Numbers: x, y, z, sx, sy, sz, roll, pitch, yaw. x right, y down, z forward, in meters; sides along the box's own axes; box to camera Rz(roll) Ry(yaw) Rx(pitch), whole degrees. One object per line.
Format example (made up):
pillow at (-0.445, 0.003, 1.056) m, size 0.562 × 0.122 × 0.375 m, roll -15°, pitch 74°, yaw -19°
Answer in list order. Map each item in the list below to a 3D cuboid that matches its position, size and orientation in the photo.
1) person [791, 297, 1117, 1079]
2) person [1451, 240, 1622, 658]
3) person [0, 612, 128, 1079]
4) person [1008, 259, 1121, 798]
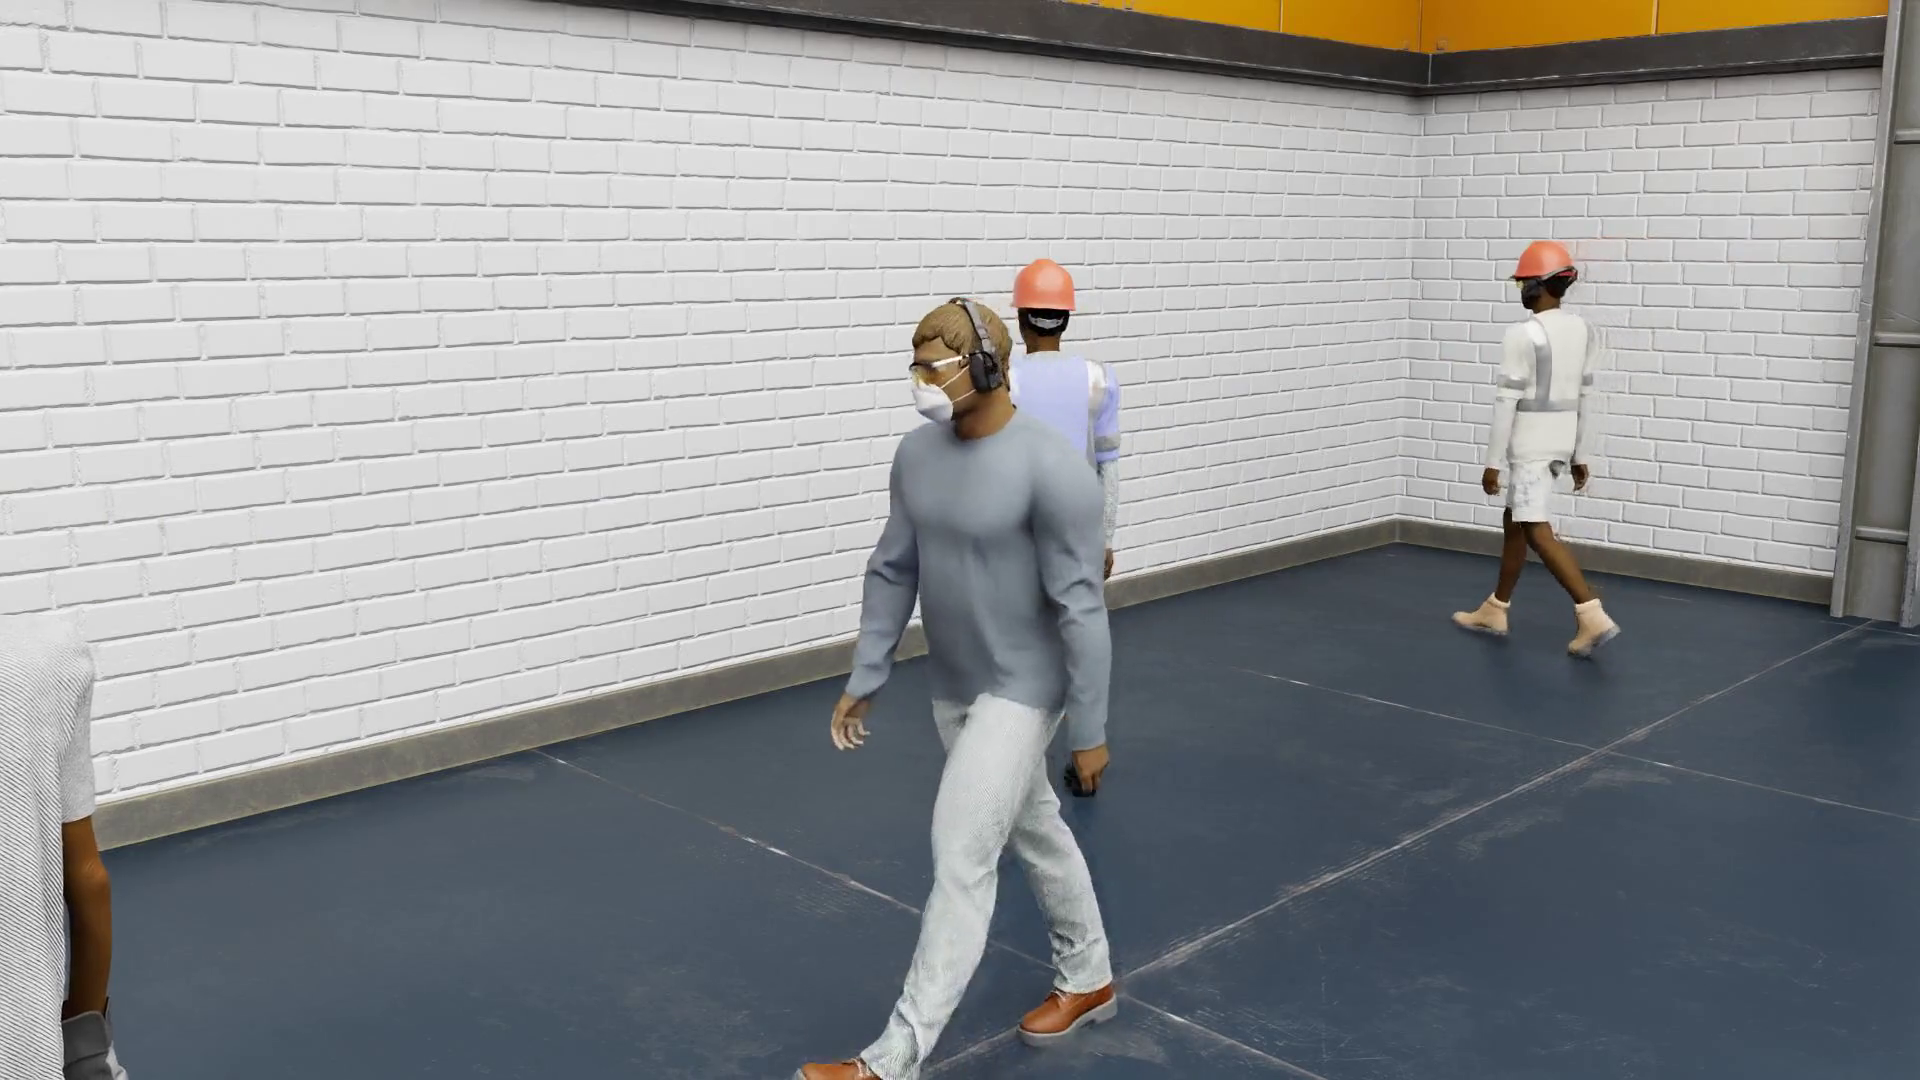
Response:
person at (0.013, 0.379, 3.907) m, size 1.055 × 1.871 × 0.636 m, roll -8°, pitch 13°, yaw -36°
person at (2.862, -0.447, 8.091) m, size 0.621 × 2.009 × 0.981 m, roll -7°, pitch 13°, yaw -35°
person at (-1.286, 0.721, 2.080) m, size 0.319 × 1.870 × 0.532 m, roll 4°, pitch 11°, yaw 20°
person at (0.296, -0.022, 5.941) m, size 0.542 × 1.939 × 0.364 m, roll -2°, pitch 11°, yaw -13°
